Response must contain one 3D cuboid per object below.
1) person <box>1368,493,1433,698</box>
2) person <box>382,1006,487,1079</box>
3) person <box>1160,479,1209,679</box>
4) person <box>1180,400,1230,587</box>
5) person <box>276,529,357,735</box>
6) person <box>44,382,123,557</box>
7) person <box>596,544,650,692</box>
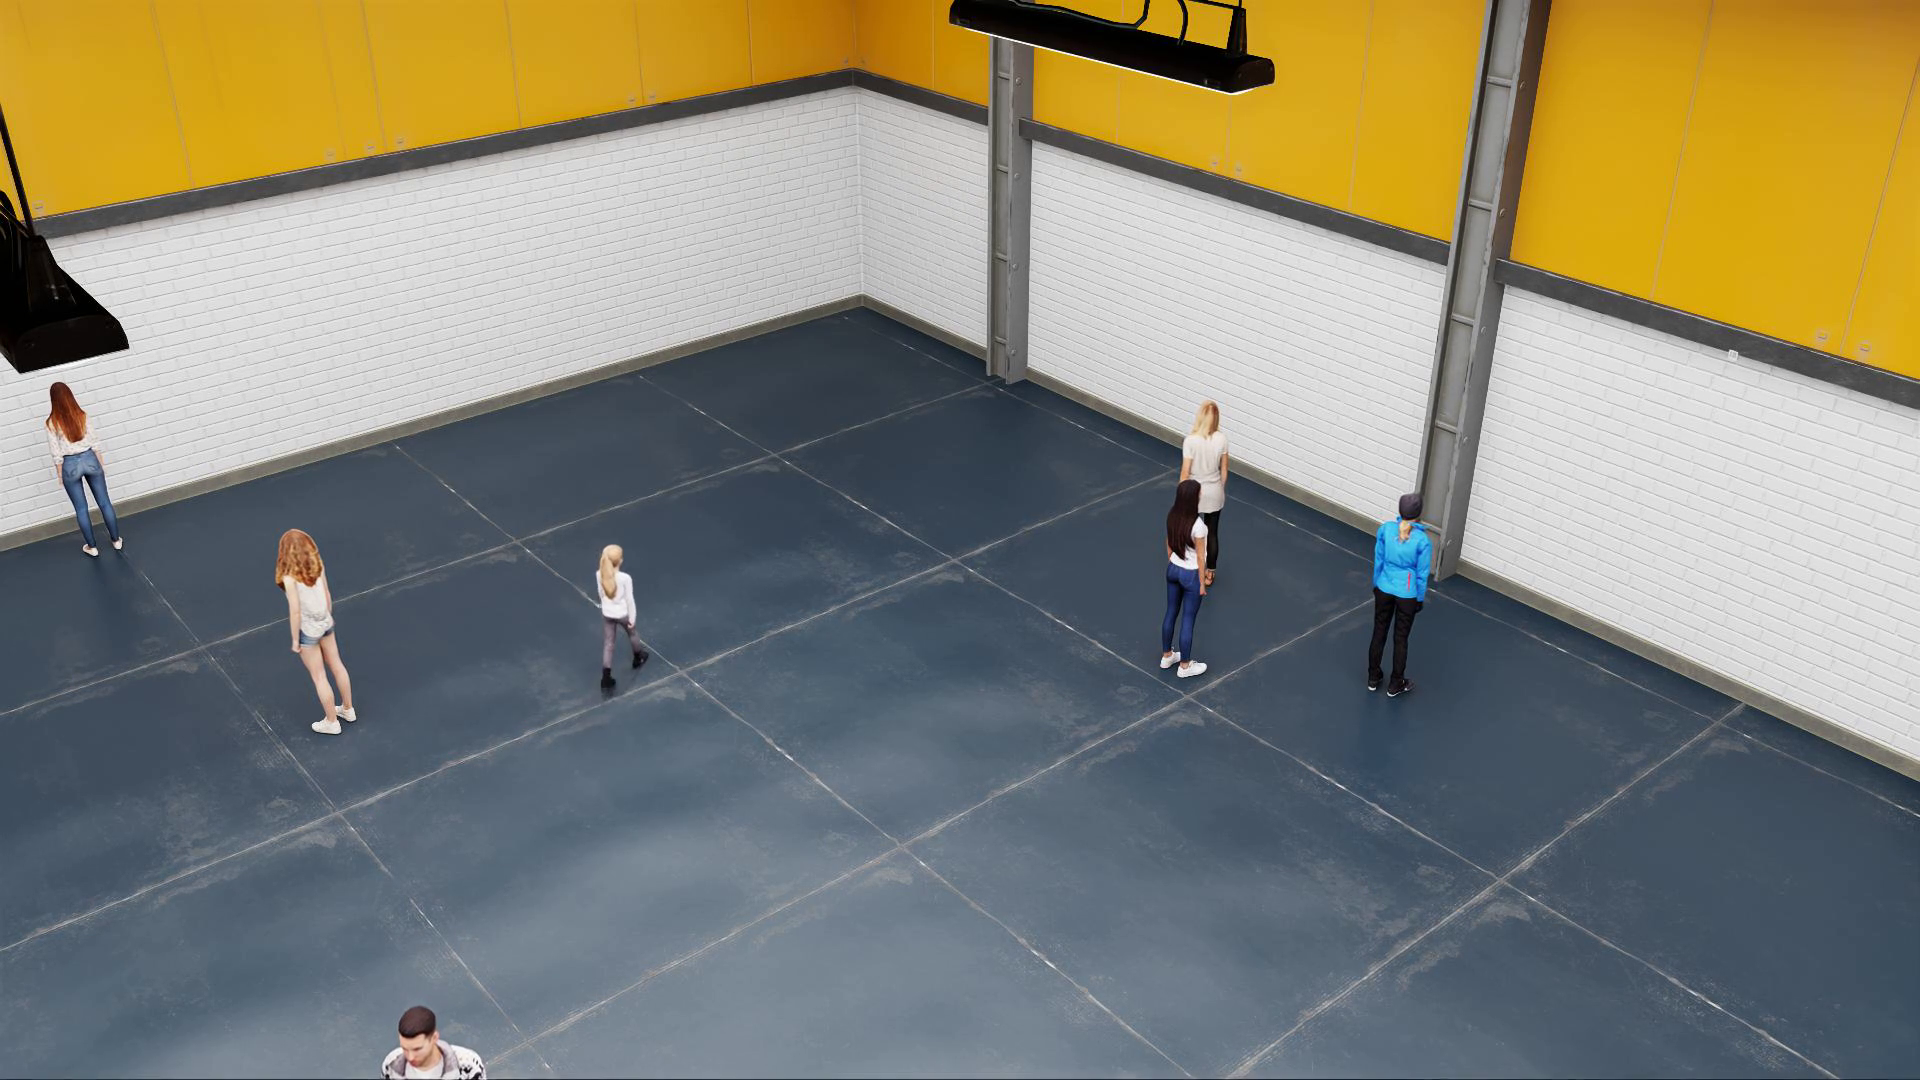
[{"bbox_3d":[3.518,0.435,13.392,0.506,1.795,0.705,22,36,35],"label":"person"},{"bbox_3d":[-2.626,3.073,8.488,0.755,1.860,0.799,0,29,1],"label":"person"},{"bbox_3d":[1.839,0.307,13.647,0.661,1.775,0.476,-18,34,-30],"label":"person"},{"bbox_3d":[2.177,-0.401,14.891,0.674,1.827,0.679,-6,29,-10],"label":"person"},{"bbox_3d":[-5.003,0.709,12.926,0.655,1.759,0.660,12,31,21],"label":"person"},{"bbox_3d":[-8.191,-0.672,15.491,0.576,1.729,0.487,-21,35,-34],"label":"person"},{"bbox_3d":[-2.836,0.641,13.577,0.880,1.256,0.881,6,29,10],"label":"person"}]
